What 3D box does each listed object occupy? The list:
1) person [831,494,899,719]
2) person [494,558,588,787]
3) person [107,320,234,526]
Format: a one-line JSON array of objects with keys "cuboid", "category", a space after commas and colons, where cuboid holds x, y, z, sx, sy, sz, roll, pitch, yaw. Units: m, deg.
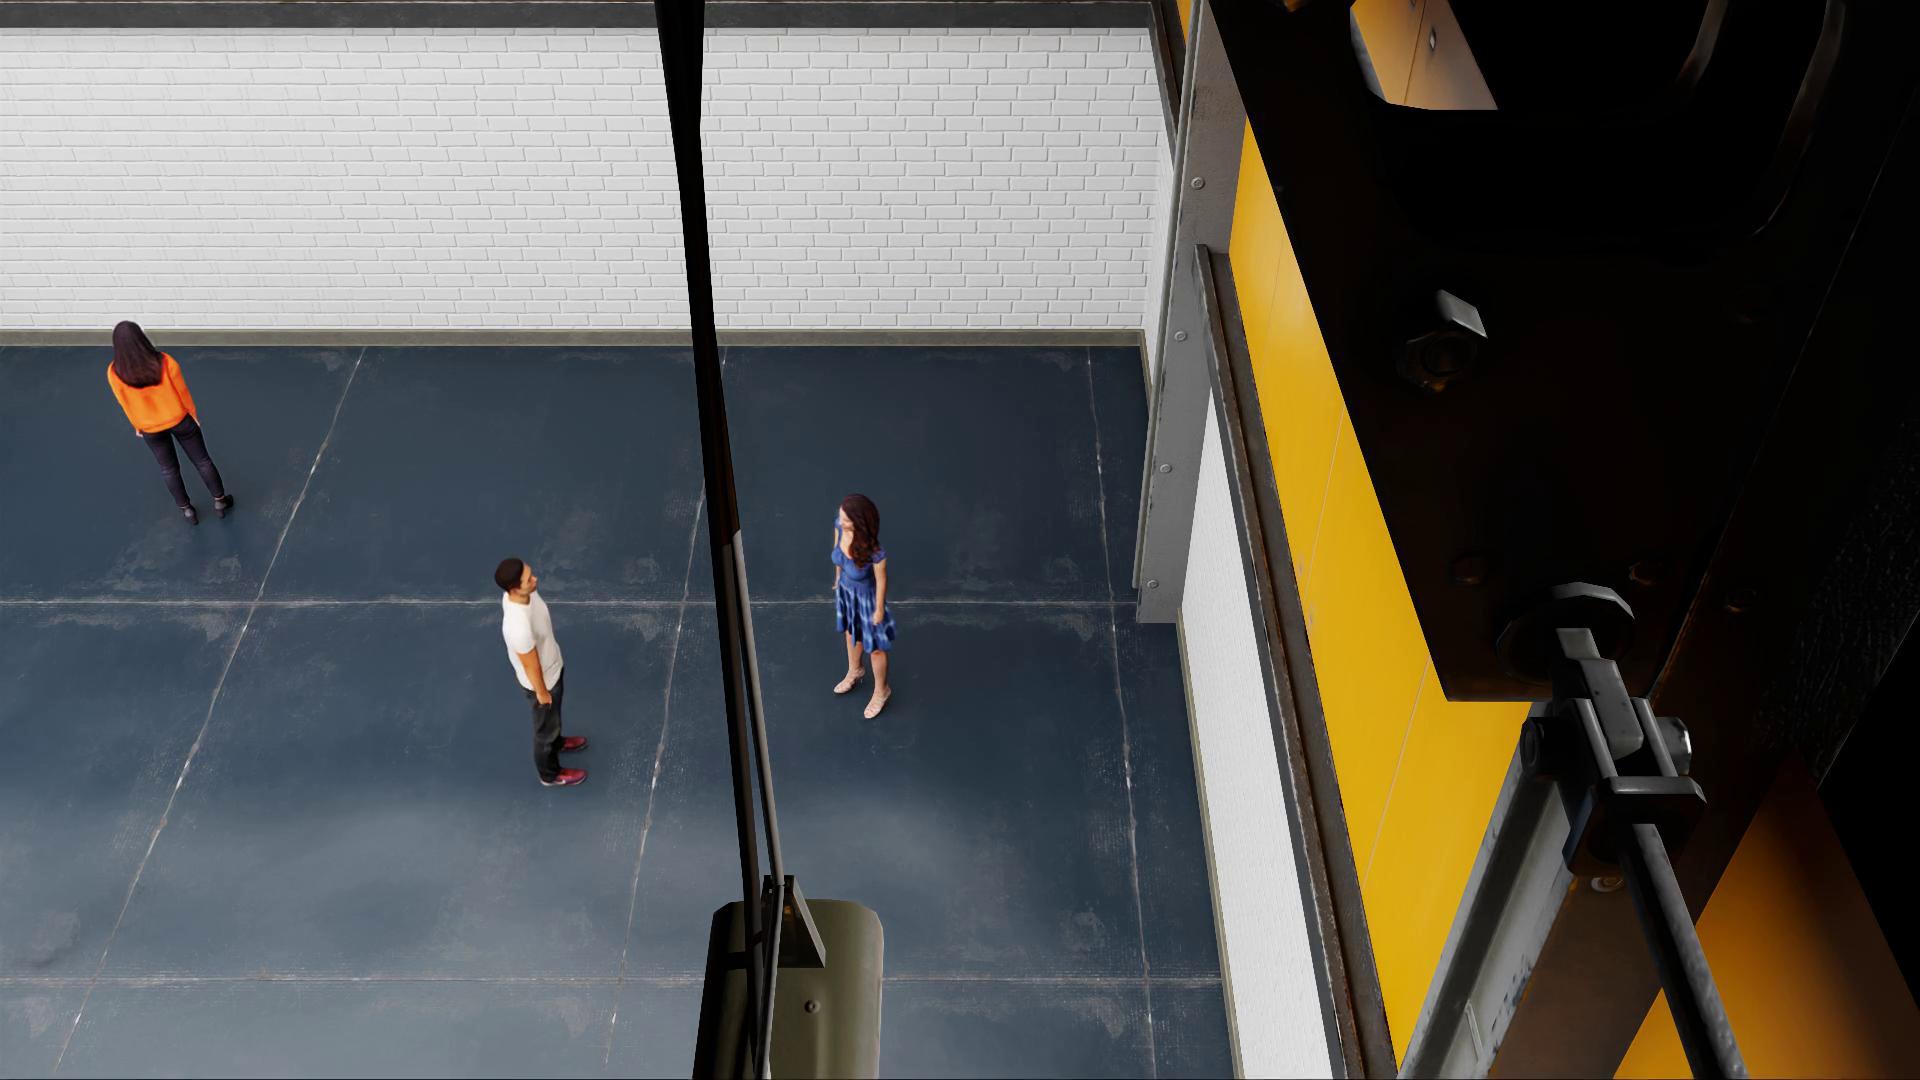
[{"cuboid": [-0.619, 0.400, 10.385, 0.819, 1.805, 0.738, -30, 51, -27], "category": "person"}, {"cuboid": [-2.551, 0.776, 9.992, 0.726, 1.802, 0.530, -8, 44, -8], "category": "person"}, {"cuboid": [-5.584, -0.821, 11.707, 0.678, 1.748, 0.648, -12, 45, -12], "category": "person"}]
